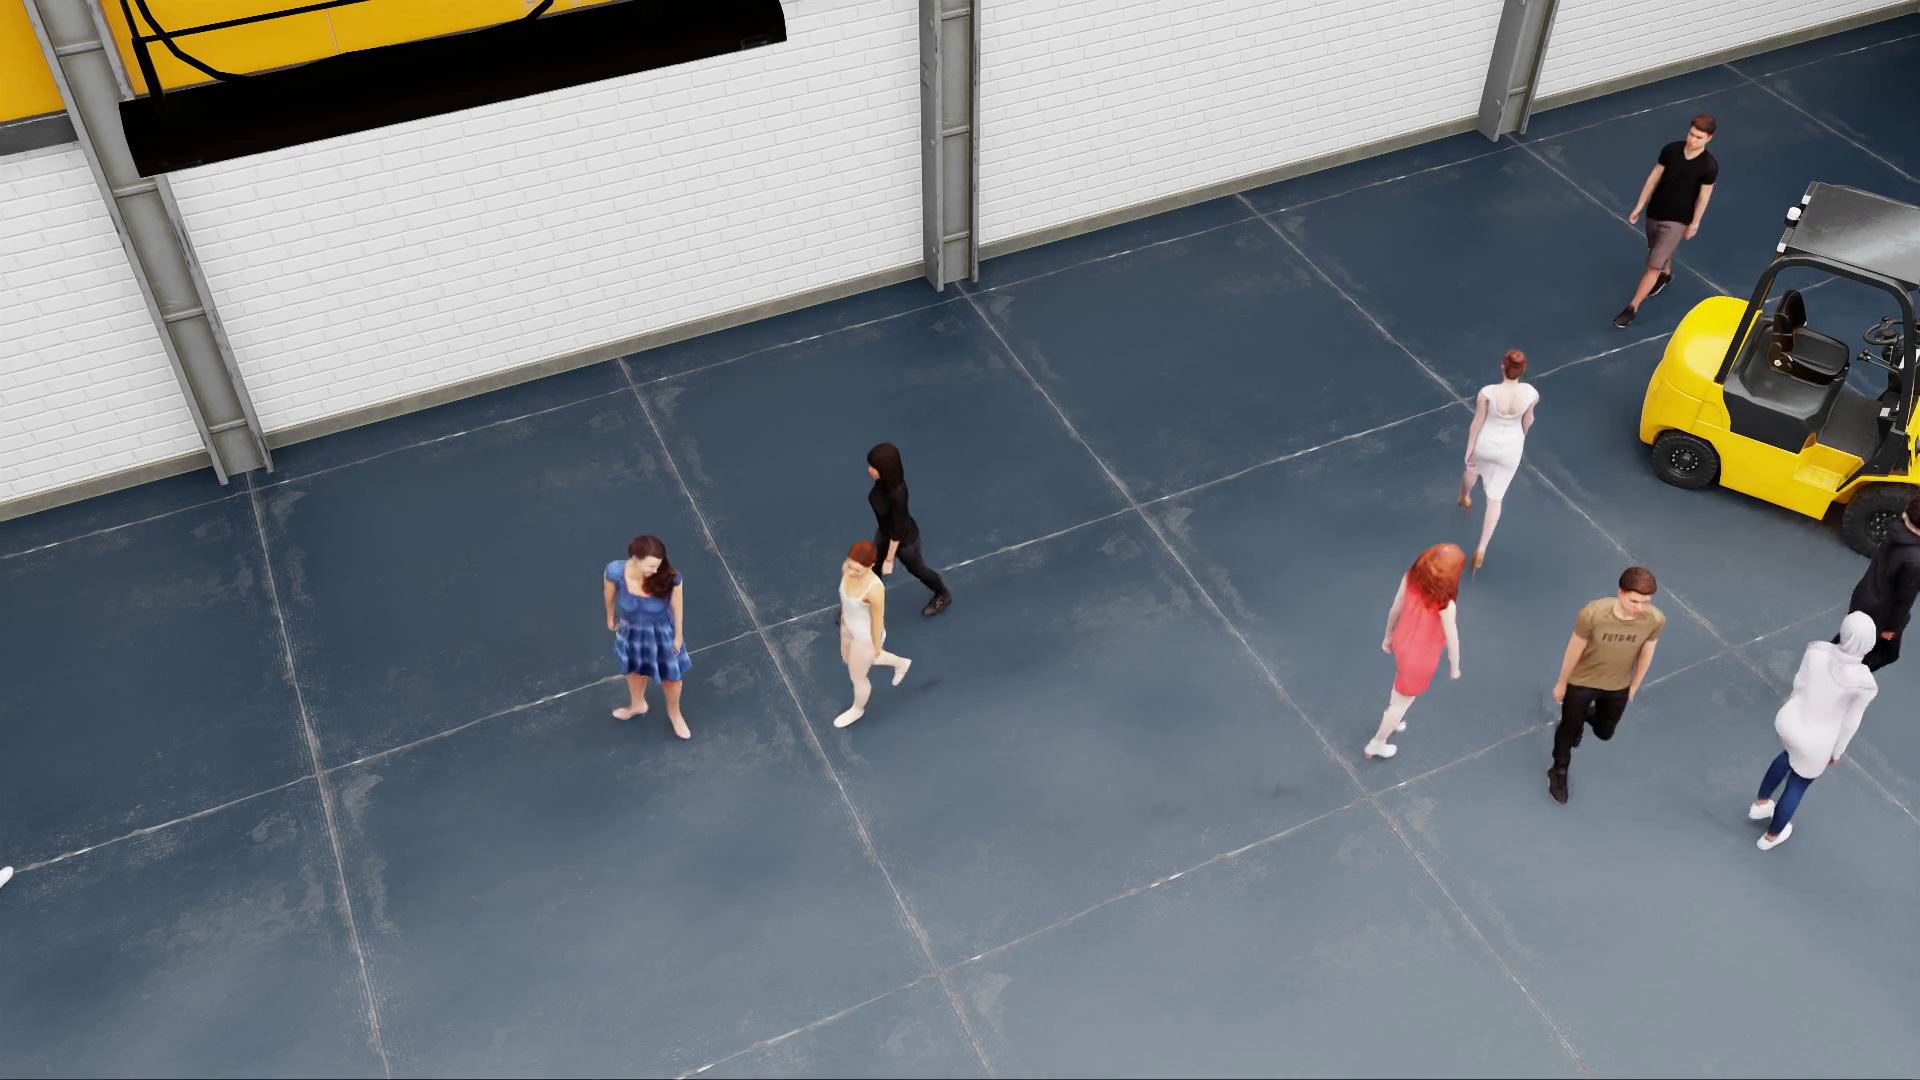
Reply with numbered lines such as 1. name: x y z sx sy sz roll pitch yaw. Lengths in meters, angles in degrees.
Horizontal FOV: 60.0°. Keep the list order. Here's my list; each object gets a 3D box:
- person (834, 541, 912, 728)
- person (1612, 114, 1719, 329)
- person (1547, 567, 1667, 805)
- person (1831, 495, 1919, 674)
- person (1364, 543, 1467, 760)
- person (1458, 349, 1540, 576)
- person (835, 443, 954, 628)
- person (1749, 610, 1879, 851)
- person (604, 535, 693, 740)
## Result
1. person: -0.547 0.545 10.481 0.876 1.619 0.667 -23 48 -22
2. person: 5.917 -2.710 13.749 1.261 1.826 0.826 -28 50 -26
3. person: 3.844 0.781 10.074 0.975 1.840 0.982 5 44 5
4. person: 5.758 0.398 10.530 0.729 1.765 0.727 2 44 2
5. person: 2.689 0.746 10.134 0.627 1.808 0.582 -18 47 -18
6. person: 3.721 -0.539 11.527 1.045 1.747 1.043 8 44 9
7. person: -0.332 -0.038 11.109 1.069 1.597 0.600 -19 47 -19
8. person: 4.929 1.136 9.762 0.547 1.756 0.605 -11 45 -11
9. person: -1.980 0.596 10.311 0.797 1.781 0.945 12 45 12
